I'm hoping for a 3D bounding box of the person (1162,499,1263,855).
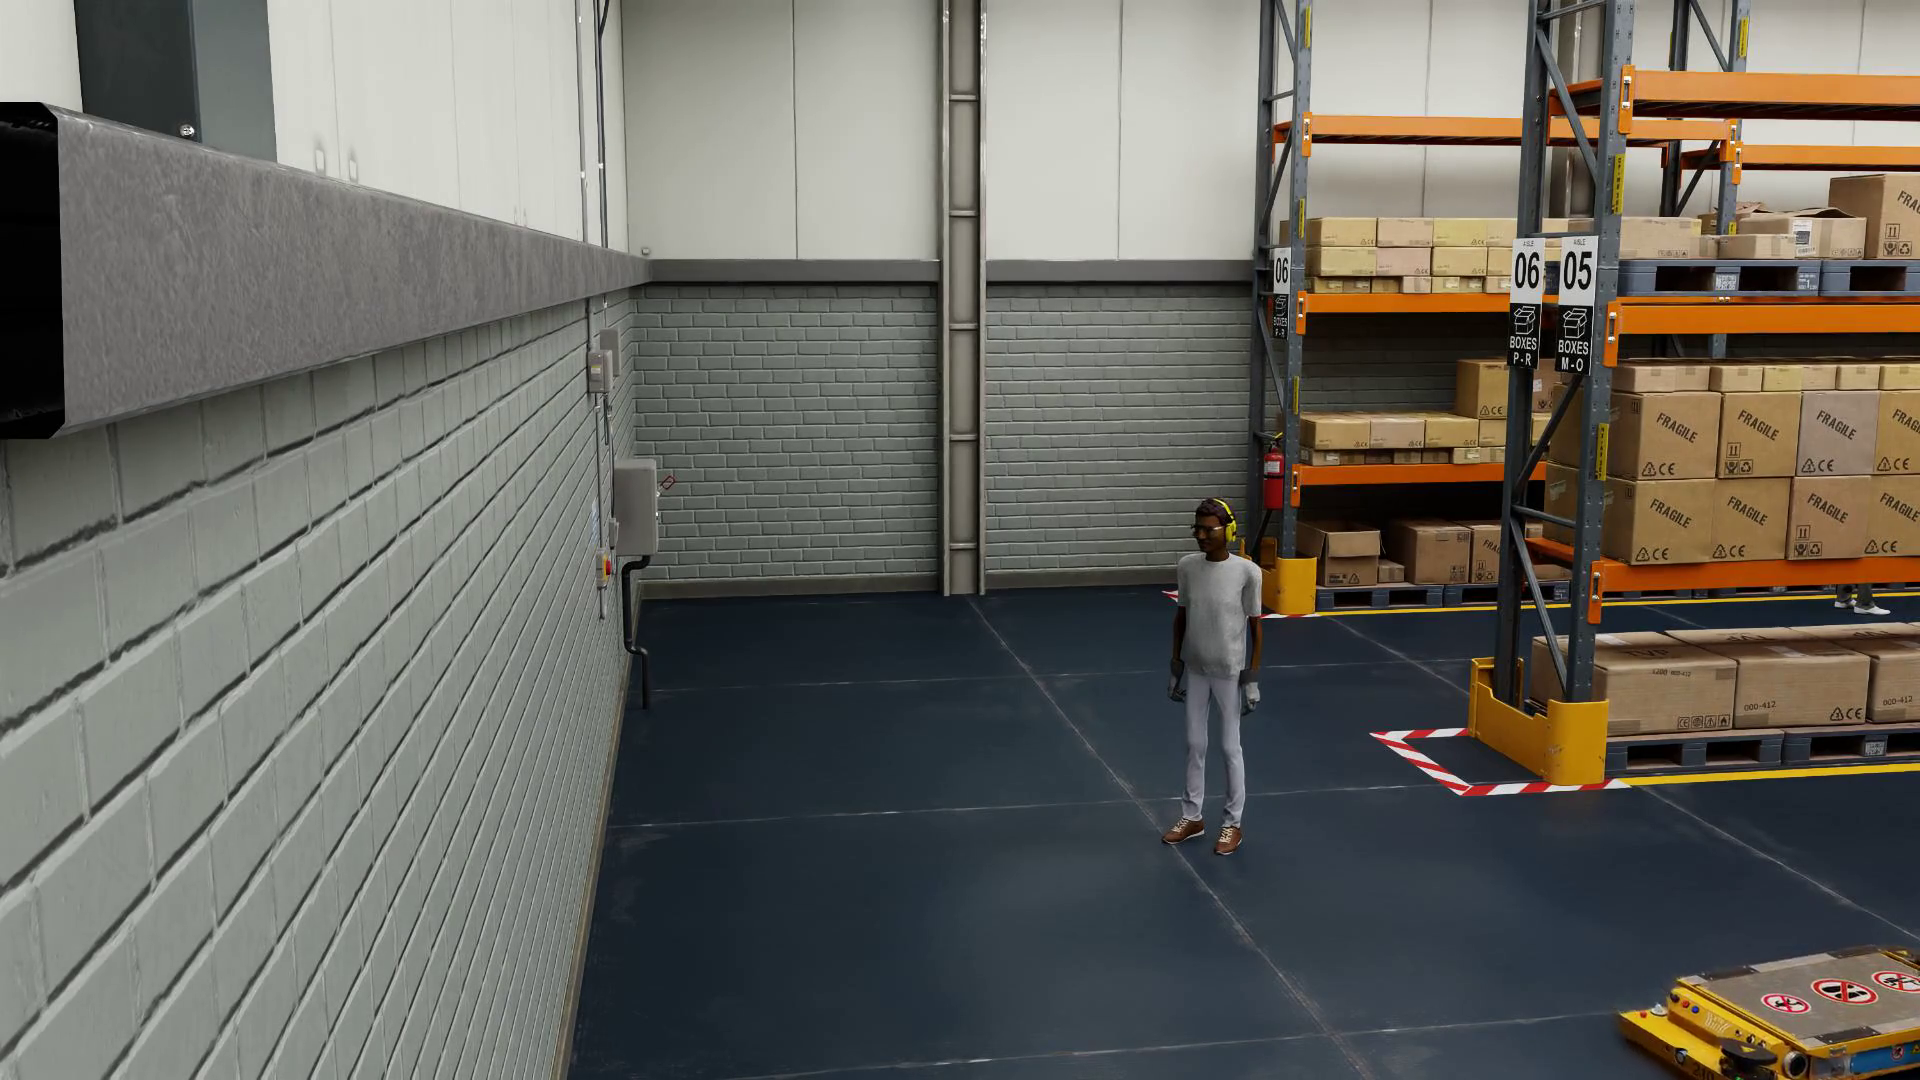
[{"bbox_3d":[1.324,0.704,8.687,0.534,1.868,0.310,7,11,35],"label":"person"}]

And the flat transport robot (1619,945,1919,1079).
[{"bbox_3d":[3.375,1.860,6.466,1.431,0.197,0.652,-3,10,-19],"label":"flat transport robot"}]

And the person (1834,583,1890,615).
[{"bbox_3d":[8.048,-0.293,14.689,0.388,1.919,0.585,-2,9,-12],"label":"person"}]
